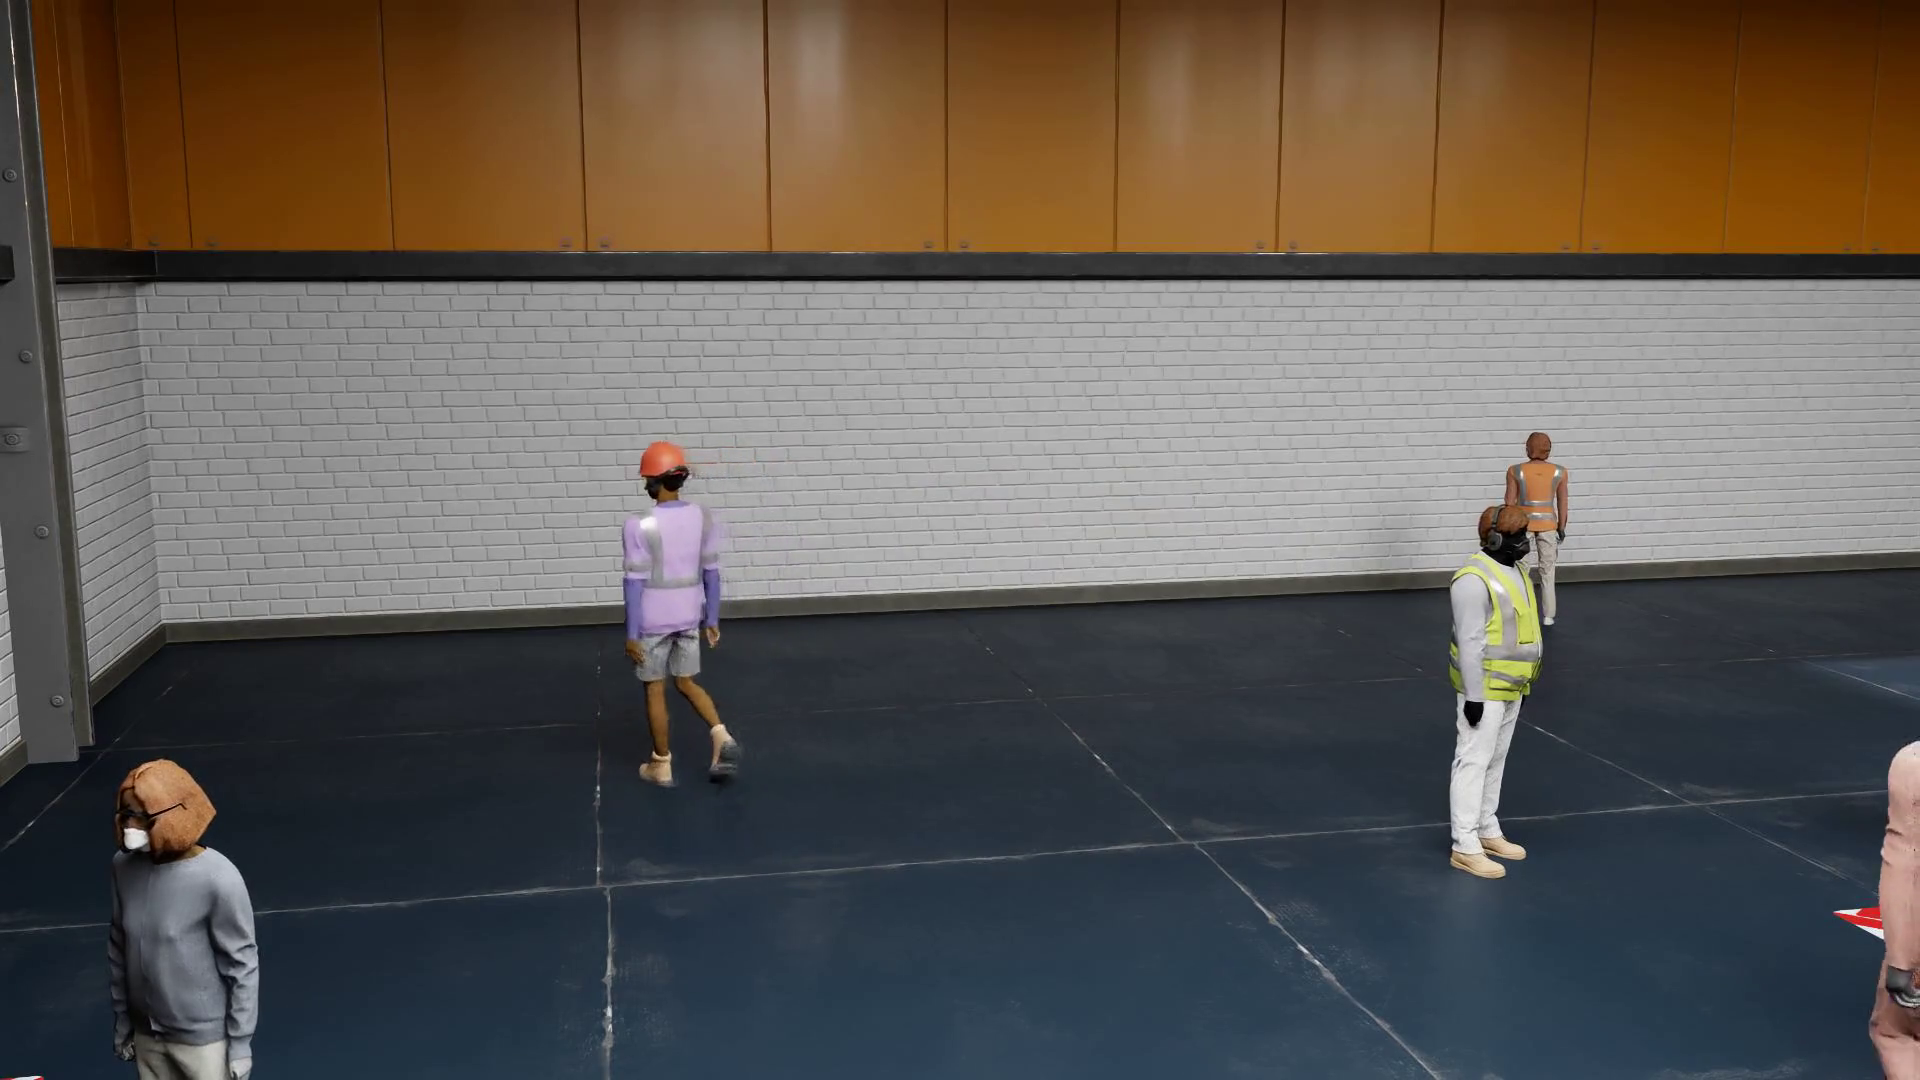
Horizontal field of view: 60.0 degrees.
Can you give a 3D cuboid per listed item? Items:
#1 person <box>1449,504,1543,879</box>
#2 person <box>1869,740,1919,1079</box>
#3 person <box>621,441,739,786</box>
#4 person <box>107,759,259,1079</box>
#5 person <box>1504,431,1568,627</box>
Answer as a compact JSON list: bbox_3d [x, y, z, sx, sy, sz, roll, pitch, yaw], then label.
[{"bbox_3d":[2.672,0.735,8.303,0.430,1.845,0.619,7,12,38],"label":"person"},{"bbox_3d":[3.121,1.235,5.129,0.637,1.893,0.444,1,9,5],"label":"person"},{"bbox_3d":[-1.613,0.452,9.482,0.610,2.025,0.709,-9,13,-44],"label":"person"},{"bbox_3d":[-2.227,1.420,4.764,0.508,1.631,0.265,4,10,22],"label":"person"},{"bbox_3d":[4.804,-0.084,13.910,0.522,1.638,0.311,1,9,9],"label":"person"}]
